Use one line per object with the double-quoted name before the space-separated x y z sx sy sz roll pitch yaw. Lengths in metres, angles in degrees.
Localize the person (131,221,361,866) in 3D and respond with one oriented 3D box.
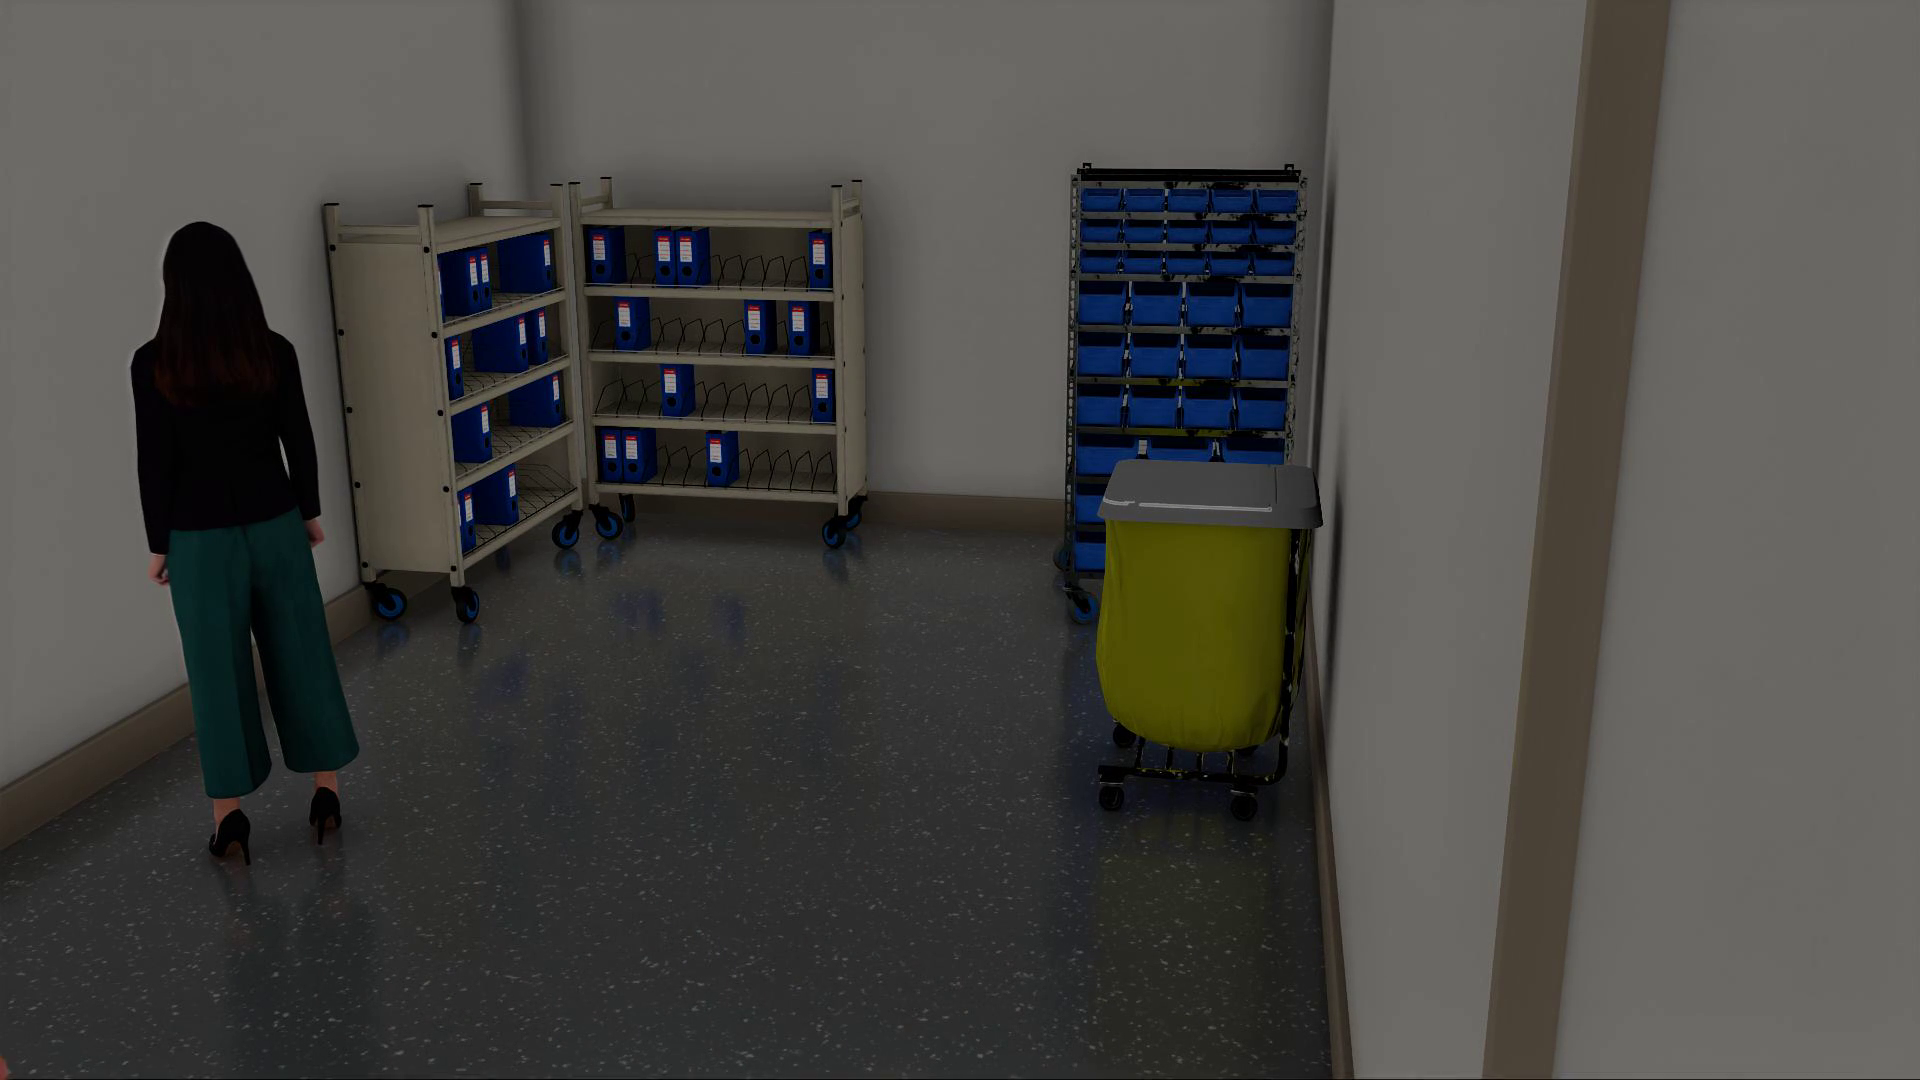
"person" -1.936 0.024 4.474 0.676 1.740 0.741 -10 19 -32
